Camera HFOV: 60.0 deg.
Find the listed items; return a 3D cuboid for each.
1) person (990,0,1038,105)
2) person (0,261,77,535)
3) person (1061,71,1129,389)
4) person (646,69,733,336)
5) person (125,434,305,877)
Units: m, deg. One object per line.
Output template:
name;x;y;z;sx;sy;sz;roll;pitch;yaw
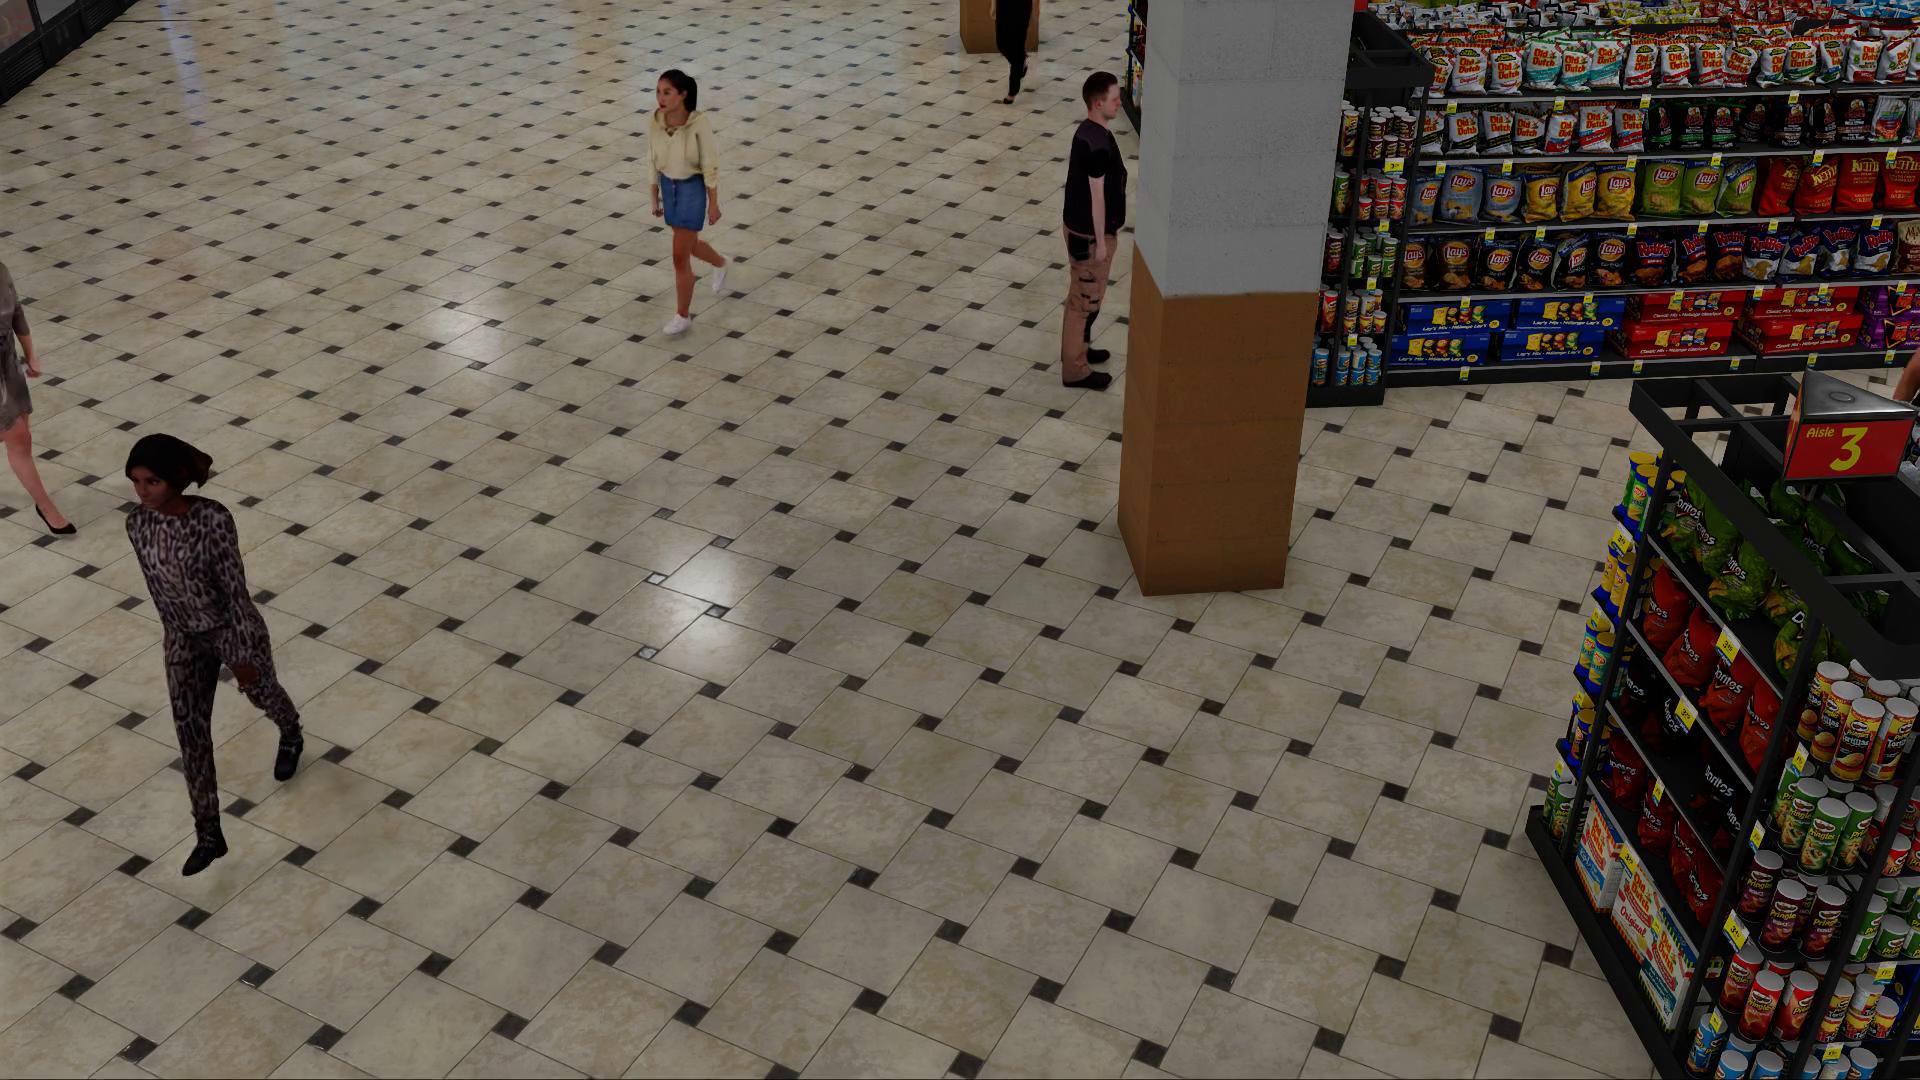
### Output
person;0.495;-4.612;14.394;0.921;1.579;0.909;15;35;22
person;-4.817;-0.804;8.154;1.133;1.706;0.943;15;35;22
person;0.742;-1.803;9.632;0.583;1.841;0.671;-1;32;-2
person;-1.677;-2.146;10.407;1.137;1.604;1.071;15;35;23
person;-2.785;0.344;6.345;1.105;1.667;0.782;3;32;4
